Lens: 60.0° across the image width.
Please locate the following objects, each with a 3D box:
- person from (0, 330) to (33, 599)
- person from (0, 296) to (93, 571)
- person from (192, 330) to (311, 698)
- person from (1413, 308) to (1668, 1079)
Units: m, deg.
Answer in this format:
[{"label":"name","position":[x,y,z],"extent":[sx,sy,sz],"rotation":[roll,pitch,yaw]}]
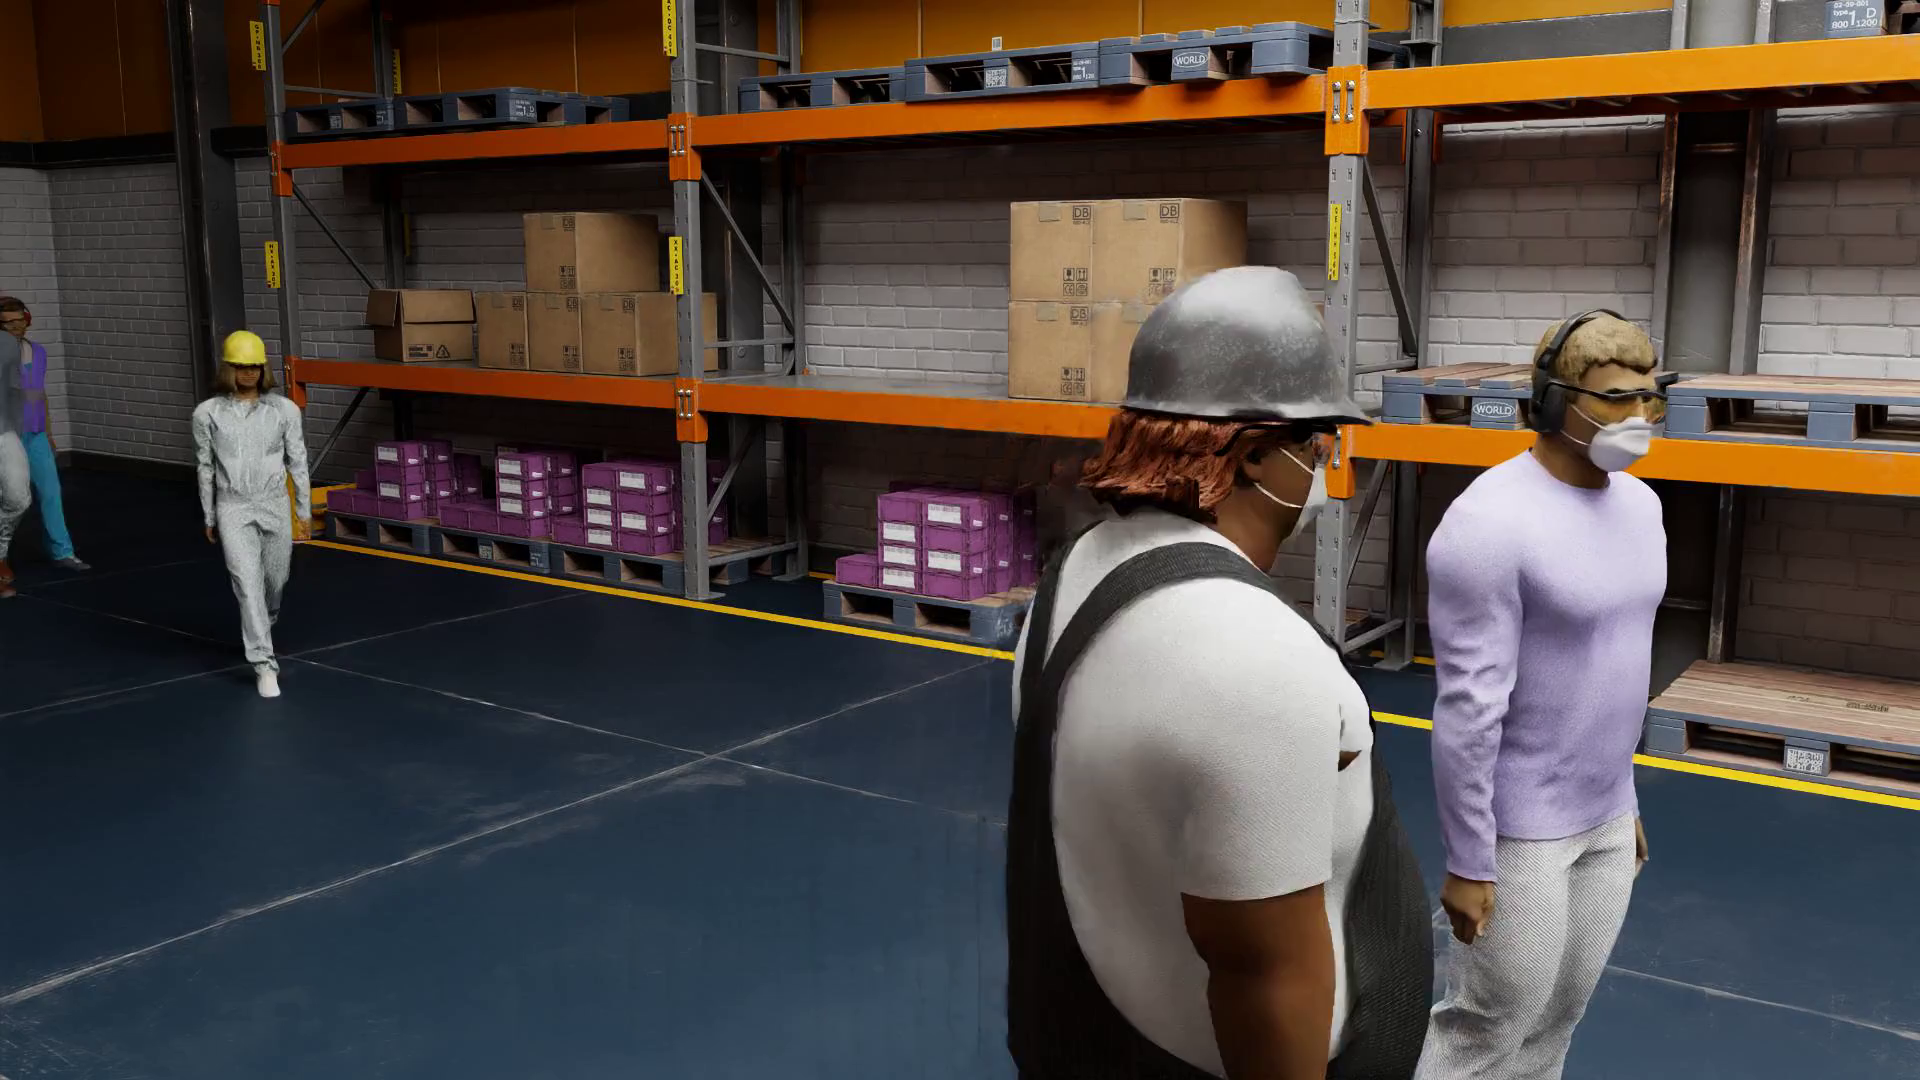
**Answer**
[{"label":"person","position":[-5.869,-0.598,9.949],"extent":[0.464,1.924,0.633],"rotation":[6,11,33]},{"label":"person","position":[-6.184,-0.680,10.807],"extent":[0.886,1.806,0.604],"rotation":[2,10,12]},{"label":"person","position":[-3.398,-0.157,7.987],"extent":[0.490,1.711,0.837],"rotation":[-6,11,-31]},{"label":"person","position":[1.103,0.536,3.152],"extent":[0.634,1.936,0.351],"rotation":[-8,12,-40]}]
